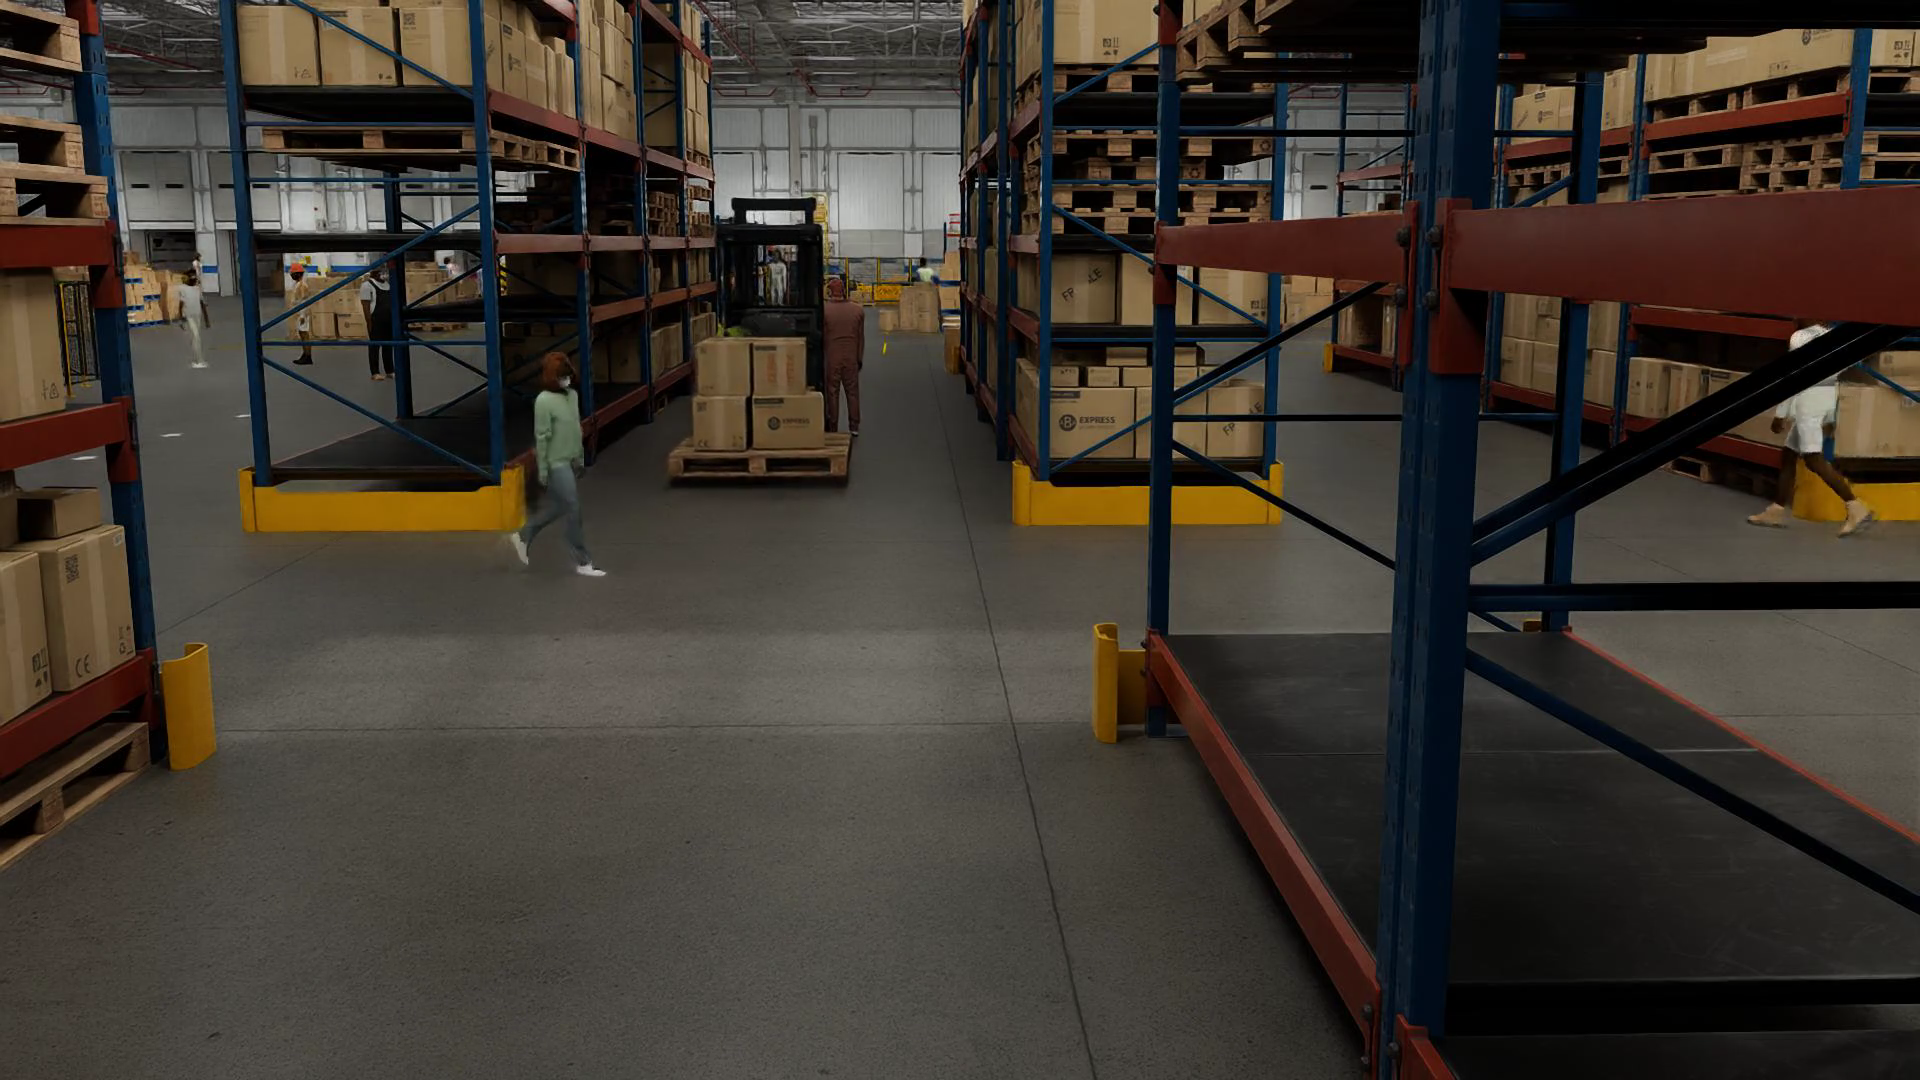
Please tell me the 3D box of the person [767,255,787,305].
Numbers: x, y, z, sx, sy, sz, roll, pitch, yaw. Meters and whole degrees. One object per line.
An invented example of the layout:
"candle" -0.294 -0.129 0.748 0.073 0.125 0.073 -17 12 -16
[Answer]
"person" -5.674 -7.856 51.510 0.635 1.936 0.355 4 11 21

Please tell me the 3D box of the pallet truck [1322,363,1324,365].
"pallet truck" 7.712 -4.157 30.737 1.885 1.965 0.823 3 11 16

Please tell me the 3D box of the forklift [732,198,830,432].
"forklift" -2.062 -2.446 18.747 1.129 2.768 1.873 0 10 -2

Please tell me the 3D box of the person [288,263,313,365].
"person" -12.627 -4.324 31.833 0.353 1.939 0.544 -6 12 -31

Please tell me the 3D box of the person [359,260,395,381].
"person" -9.797 -3.736 28.272 0.536 2.000 0.677 5 11 27

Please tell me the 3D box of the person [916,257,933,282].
"person" -1.024 -7.284 48.425 0.612 1.903 0.648 -10 14 -43

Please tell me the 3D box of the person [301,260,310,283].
"person" -22.088 -8.595 56.213 0.708 1.716 0.519 6 12 29

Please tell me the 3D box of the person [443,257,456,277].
"person" -17.900 -8.974 58.109 0.804 1.811 0.654 2 10 11

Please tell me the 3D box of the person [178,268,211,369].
"person" -14.010 -4.059 30.601 0.767 1.846 0.555 4 11 21

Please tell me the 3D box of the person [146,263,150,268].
"person" -23.843 -7.302 48.956 0.693 1.741 0.530 -3 11 -16

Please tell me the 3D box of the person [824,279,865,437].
"person" -1.457 -2.173 19.958 0.639 1.903 0.407 -5 11 -27

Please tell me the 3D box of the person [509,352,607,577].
"person" -2.863 -0.532 11.648 0.733 1.598 0.530 3 11 15

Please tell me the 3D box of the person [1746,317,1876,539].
"person" 6.930 -1.025 13.357 0.647 1.982 0.974 -9 14 -41

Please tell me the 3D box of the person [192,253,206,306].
"person" -27.553 -9.412 60.180 0.378 1.940 0.628 -3 11 -19

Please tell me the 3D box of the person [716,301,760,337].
"person" -2.449 -1.790 18.390 0.533 1.697 0.318 -6 12 -30

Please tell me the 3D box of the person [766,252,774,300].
"person" -7.713 -10.734 67.553 0.375 1.934 0.547 0 10 -1

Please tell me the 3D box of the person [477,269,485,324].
"person" -13.423 -7.092 47.325 0.582 1.919 0.395 -3 11 -17
